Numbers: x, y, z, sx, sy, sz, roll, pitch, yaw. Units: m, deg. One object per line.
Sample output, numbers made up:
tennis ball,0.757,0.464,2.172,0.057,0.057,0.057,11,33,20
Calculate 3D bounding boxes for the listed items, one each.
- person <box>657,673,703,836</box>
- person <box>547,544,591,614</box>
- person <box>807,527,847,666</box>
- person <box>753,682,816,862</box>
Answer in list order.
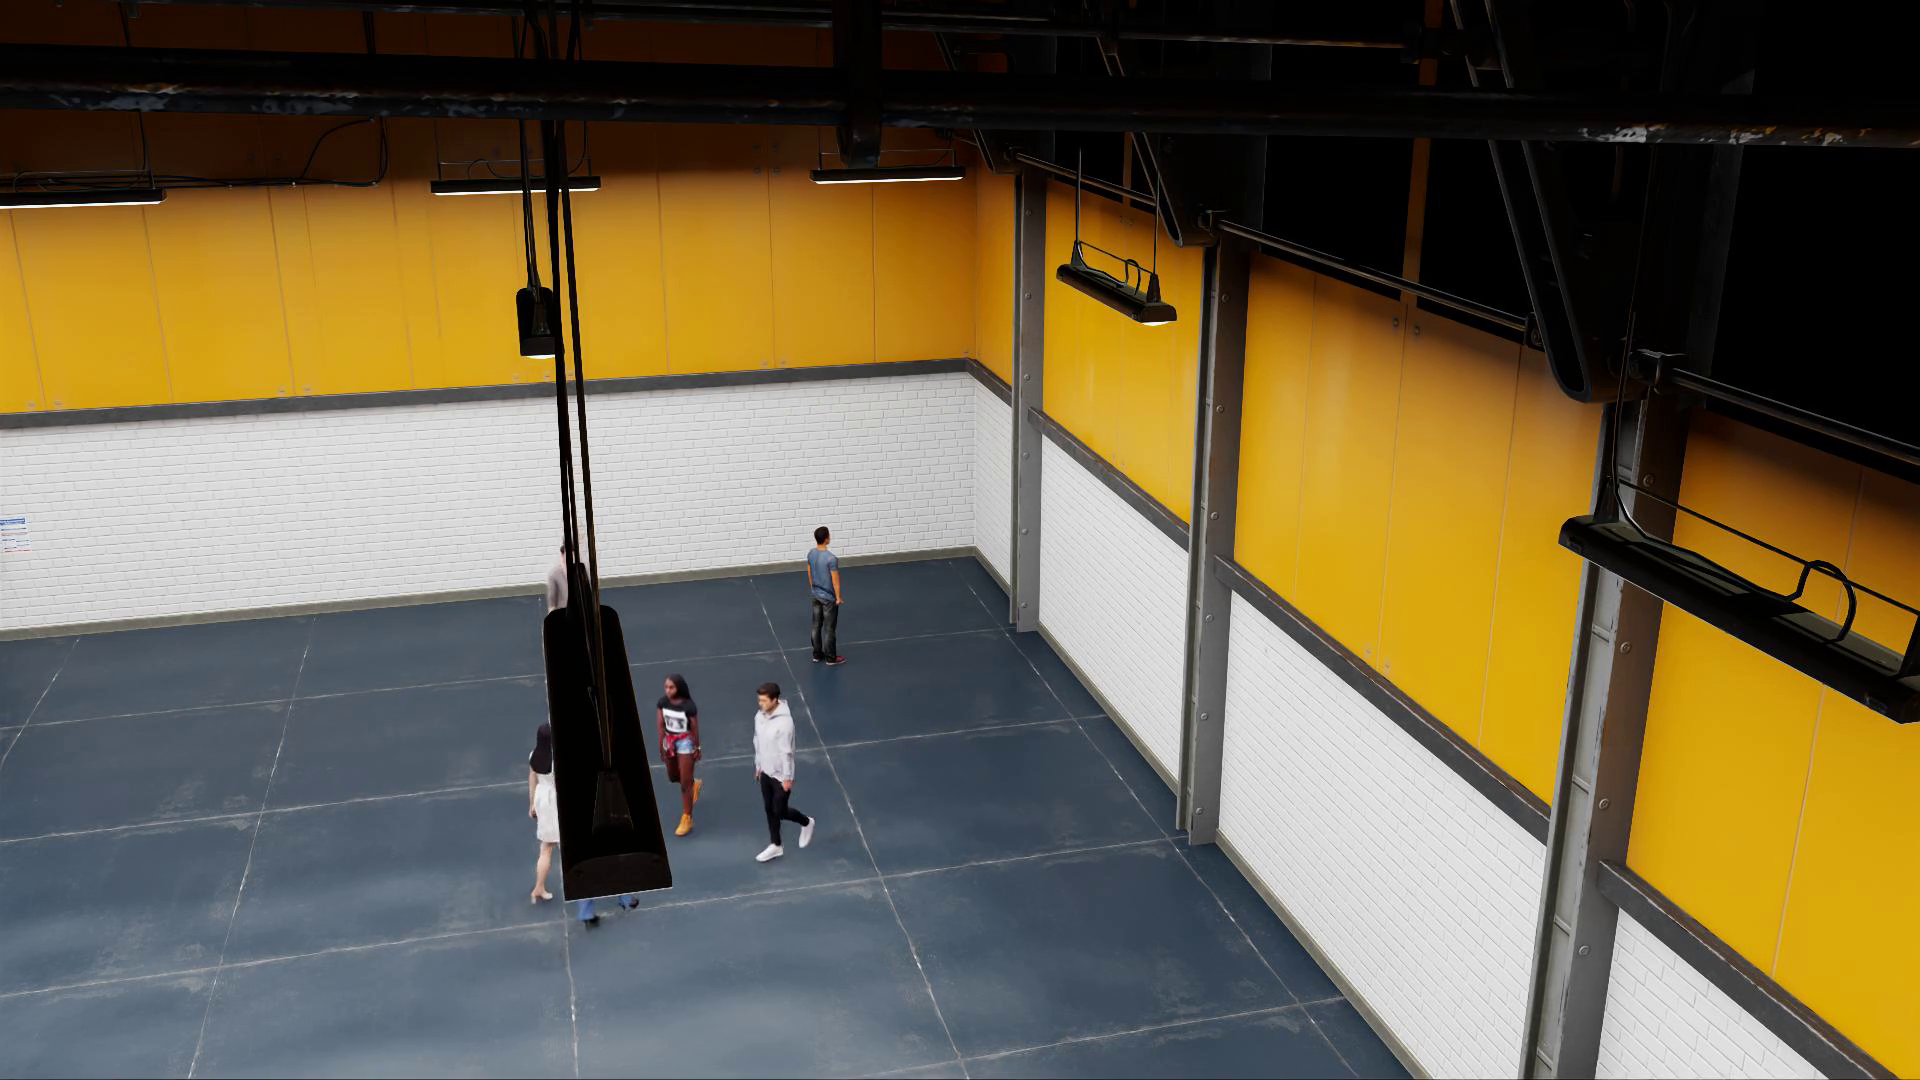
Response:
person,-2.813,2.120,16.996,0.932,1.705,1.063,5,19,16
person,-4.765,0.926,20.297,0.688,1.860,1.137,-5,19,-13
person,-1.719,0.695,21.063,0.689,1.810,0.787,14,23,36
person,-1.721,2.237,16.330,0.959,1.908,0.978,18,25,42
